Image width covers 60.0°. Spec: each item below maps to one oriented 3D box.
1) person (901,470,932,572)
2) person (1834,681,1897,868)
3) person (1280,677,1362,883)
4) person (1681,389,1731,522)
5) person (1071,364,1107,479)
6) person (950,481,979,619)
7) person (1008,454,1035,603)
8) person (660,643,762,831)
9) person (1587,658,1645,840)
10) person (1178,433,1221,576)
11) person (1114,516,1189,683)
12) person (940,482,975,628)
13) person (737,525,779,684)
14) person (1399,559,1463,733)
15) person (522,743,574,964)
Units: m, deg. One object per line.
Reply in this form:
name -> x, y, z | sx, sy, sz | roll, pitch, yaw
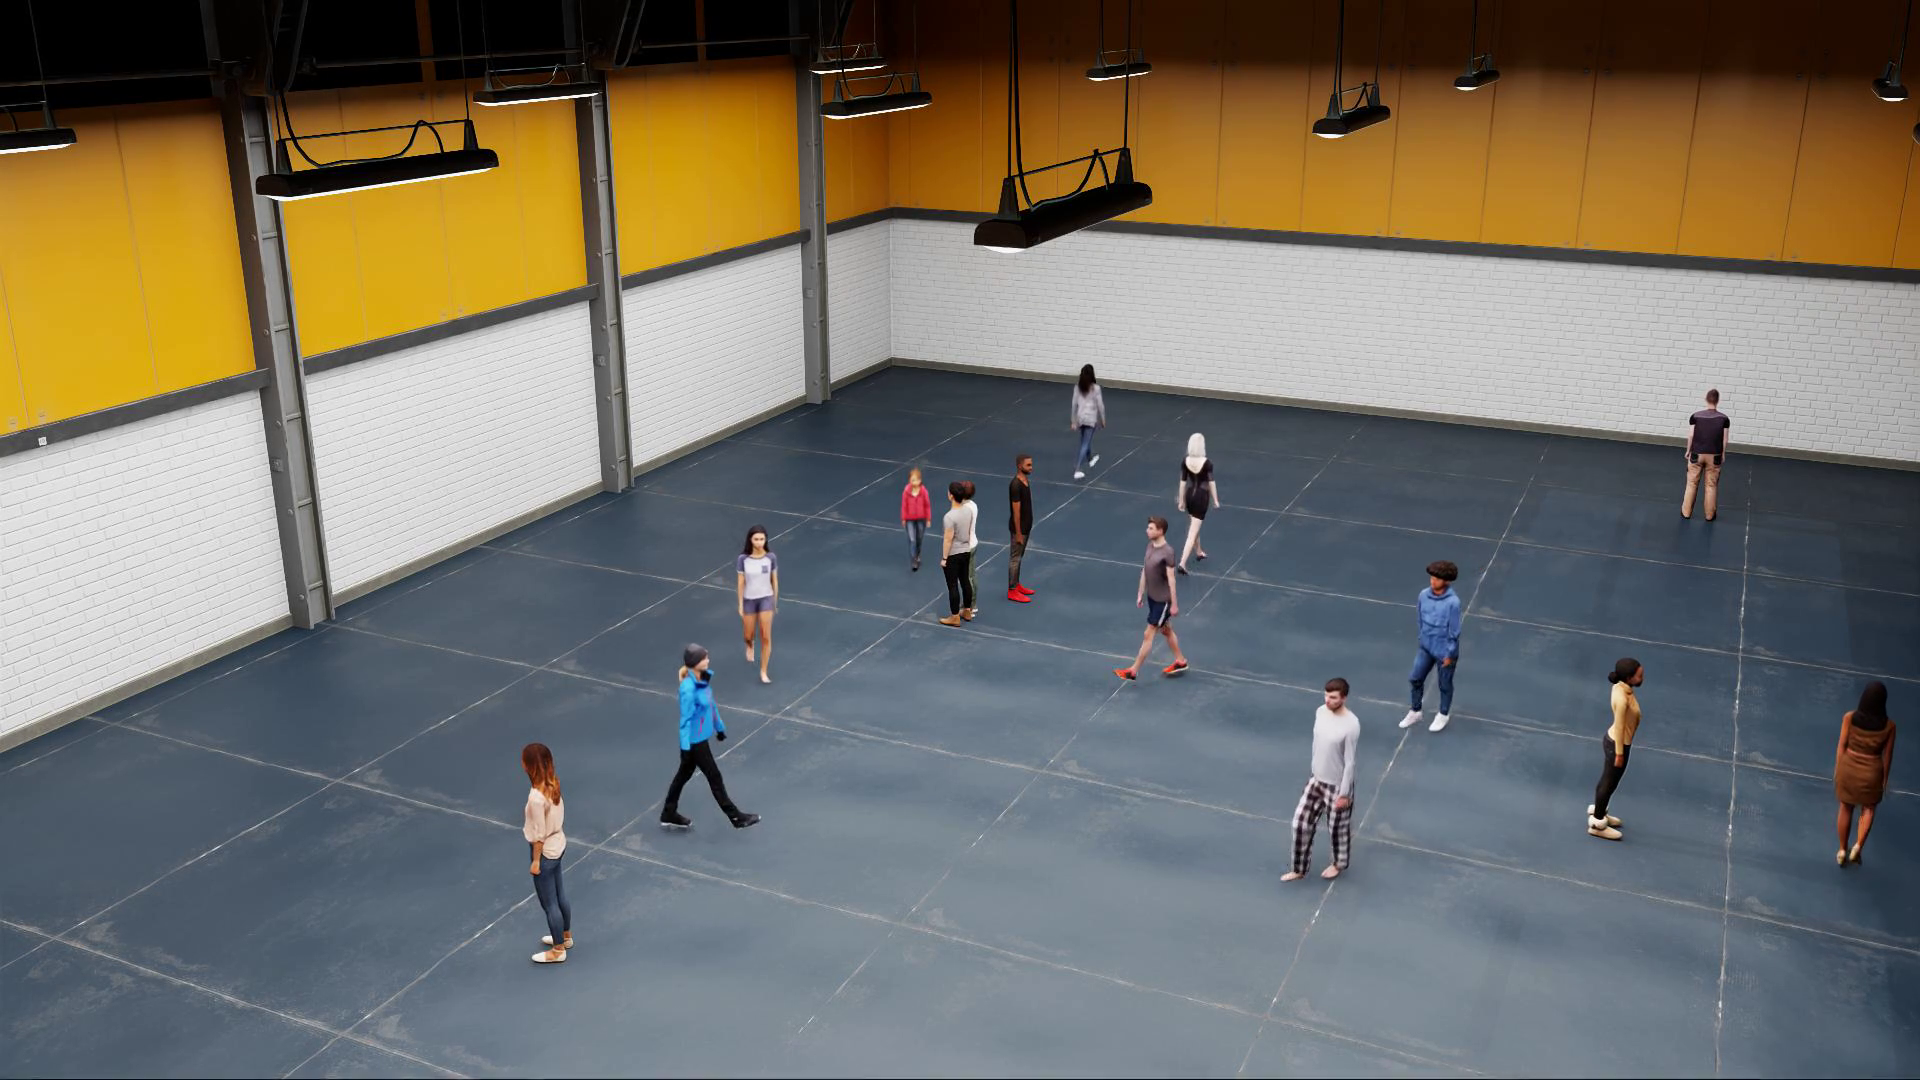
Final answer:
person -> -0.562, -0.274, 21.256 | 0.802, 1.284, 0.965 | -2, 19, -5
person -> 7.503, 1.998, 13.888 | 0.577, 1.680, 0.665 | 11, 21, 29
person -> 3.135, 1.964, 13.759 | 1.046, 1.827, 0.919 | -13, 23, -34
person -> 10.357, -1.190, 23.100 | 0.669, 1.844, 0.564 | 9, 20, 24
person -> 1.867, -1.747, 25.006 | 0.705, 1.681, 1.189 | 11, 22, 31
person -> 0.081, 0.095, 19.580 | 0.672, 1.654, 0.508 | 5, 19, 15
person -> 0.713, -0.170, 20.132 | 0.742, 1.805, 0.538 | 5, 19, 13
person -> -2.380, 1.754, 14.499 | 0.934, 1.753, 1.170 | 3, 19, 8
person -> 5.730, 1.795, 14.528 | 0.657, 1.657, 0.504 | 6, 20, 18
person -> 2.937, -0.404, 20.864 | 0.744, 1.780, 1.214 | 13, 22, 33
person -> 2.204, 0.637, 17.740 | 1.231, 1.801, 1.150 | -7, 20, -21
person -> -0.033, 0.147, 19.316 | 0.725, 1.724, 0.567 | 16, 25, 40
person -> -2.180, 0.651, 17.829 | 0.864, 1.718, 0.959 | -4, 19, -12
person -> 4.822, 1.038, 16.565 | 0.866, 1.791, 0.829 | -16, 25, -40
person -> -3.133, 2.364, 12.628 | 0.719, 1.792, 0.572 | 2, 19, 5
